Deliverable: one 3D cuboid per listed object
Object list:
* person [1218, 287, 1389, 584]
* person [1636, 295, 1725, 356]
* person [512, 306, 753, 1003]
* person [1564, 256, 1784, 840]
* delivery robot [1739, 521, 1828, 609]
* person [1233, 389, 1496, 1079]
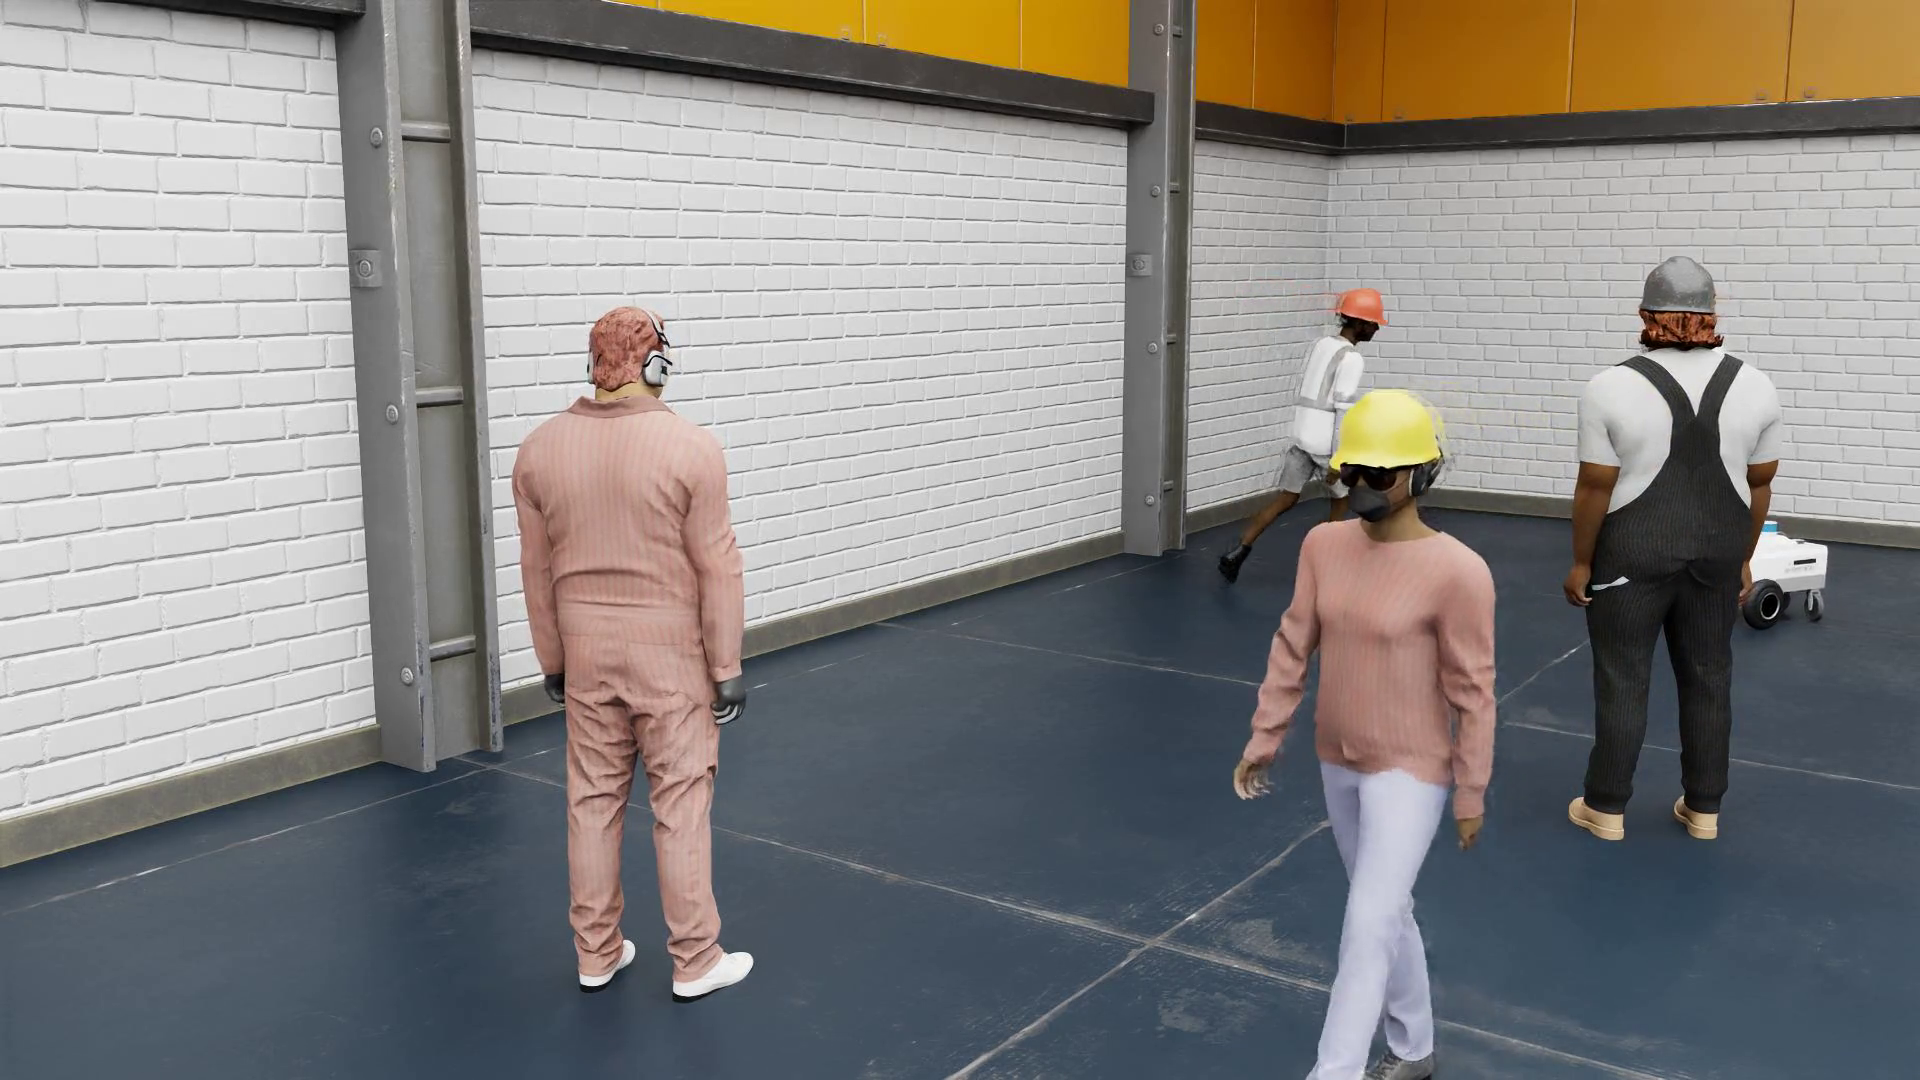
[{"bbox_3d":[2.081,-0.585,10.043,0.889,1.884,0.613,-3,10,-16],"label":"person"},{"bbox_3d":[4.353,-0.611,10.196,0.774,1.867,0.632,-5,11,-29],"label":"person"},{"bbox_3d":[-0.870,0.318,4.563,0.639,1.903,0.406,3,10,17],"label":"person"},{"bbox_3d":[2.442,0.034,5.834,0.675,2.000,0.535,0,10,1],"label":"person"},{"bbox_3d":[4.536,0.133,9.382,0.707,0.478,0.477,-4,11,-25],"label":"delivery robot"},{"bbox_3d":[0.868,0.535,3.774,0.822,1.736,0.537,-6,11,-31],"label":"person"}]
